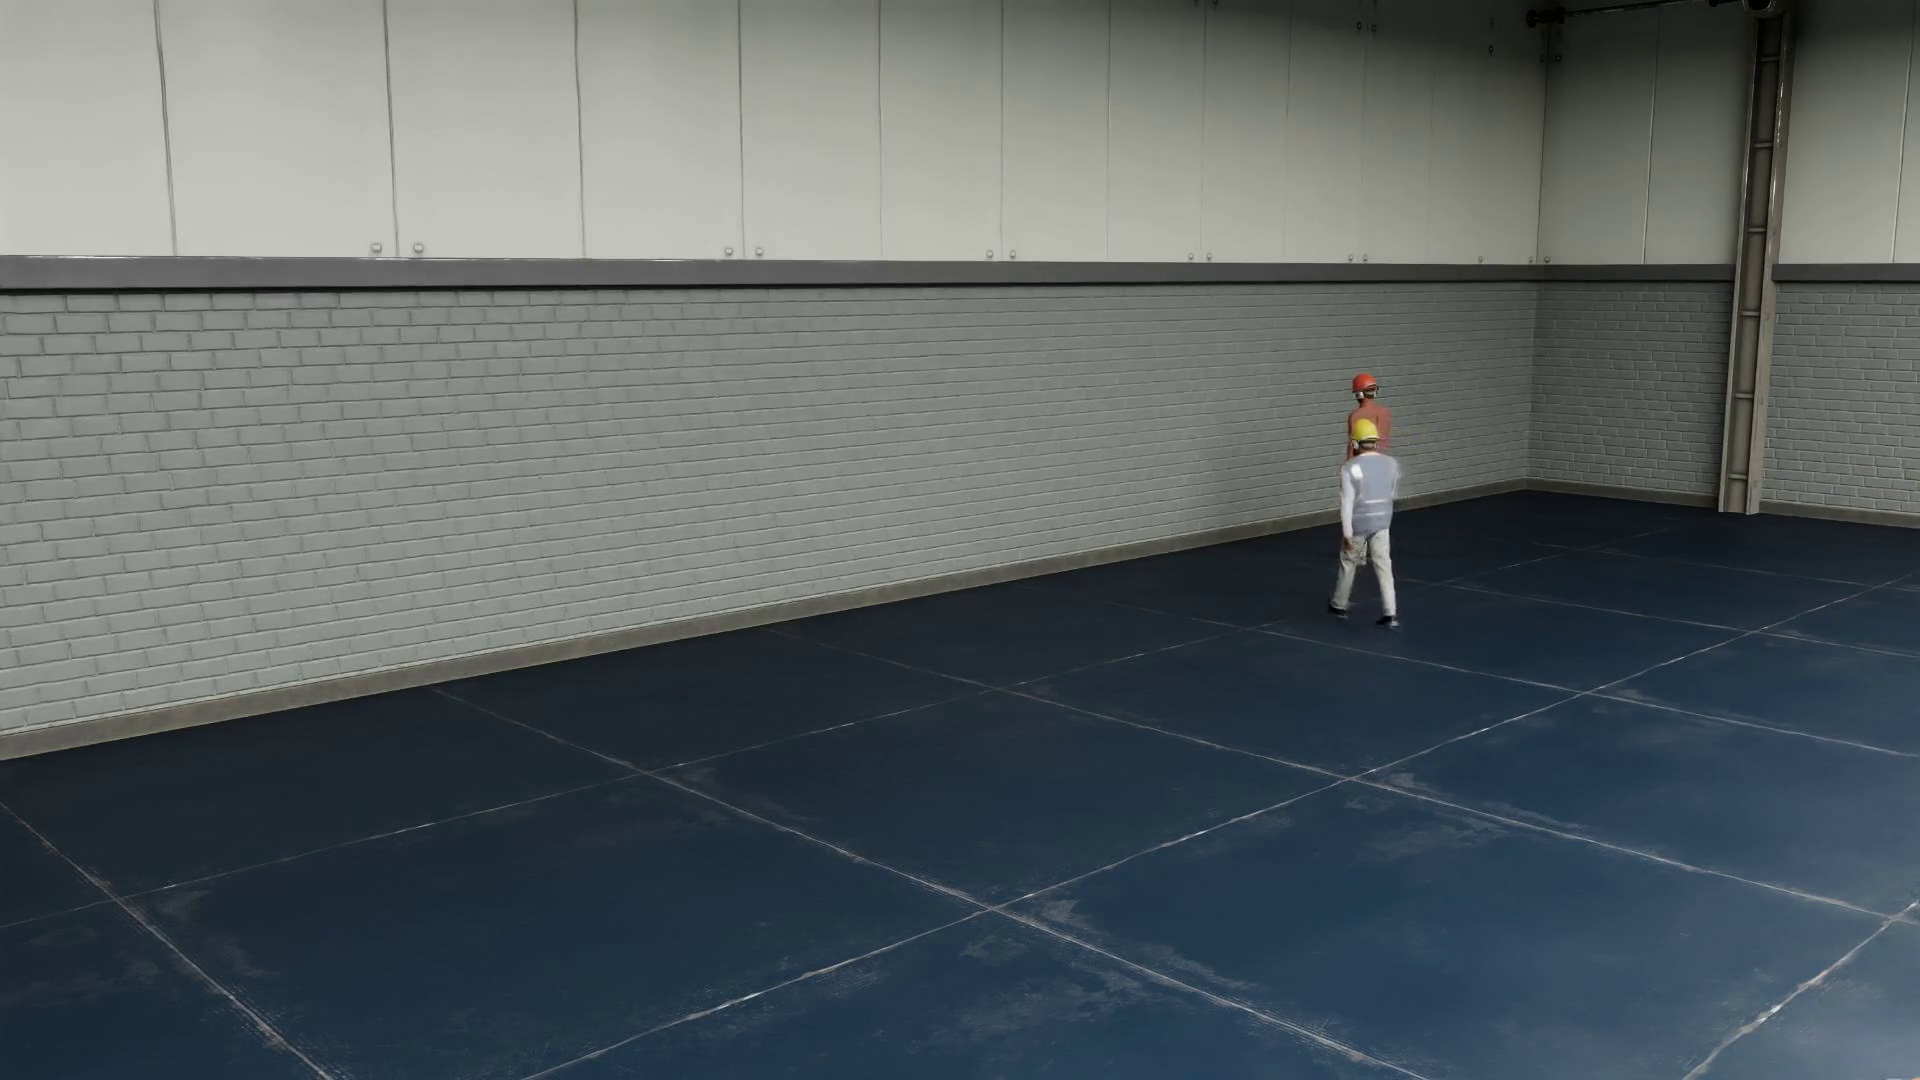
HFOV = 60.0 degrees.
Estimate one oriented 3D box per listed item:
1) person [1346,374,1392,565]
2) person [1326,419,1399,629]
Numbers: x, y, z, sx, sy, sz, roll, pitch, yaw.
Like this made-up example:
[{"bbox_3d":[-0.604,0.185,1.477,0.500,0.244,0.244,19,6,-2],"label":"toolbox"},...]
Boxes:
[{"bbox_3d":[4.206,-0.734,17.296,0.611,1.985,0.393,-7,11,-36],"label":"person"},{"bbox_3d":[3.492,-0.143,14.269,0.582,1.790,0.949,-2,9,-15],"label":"person"}]
